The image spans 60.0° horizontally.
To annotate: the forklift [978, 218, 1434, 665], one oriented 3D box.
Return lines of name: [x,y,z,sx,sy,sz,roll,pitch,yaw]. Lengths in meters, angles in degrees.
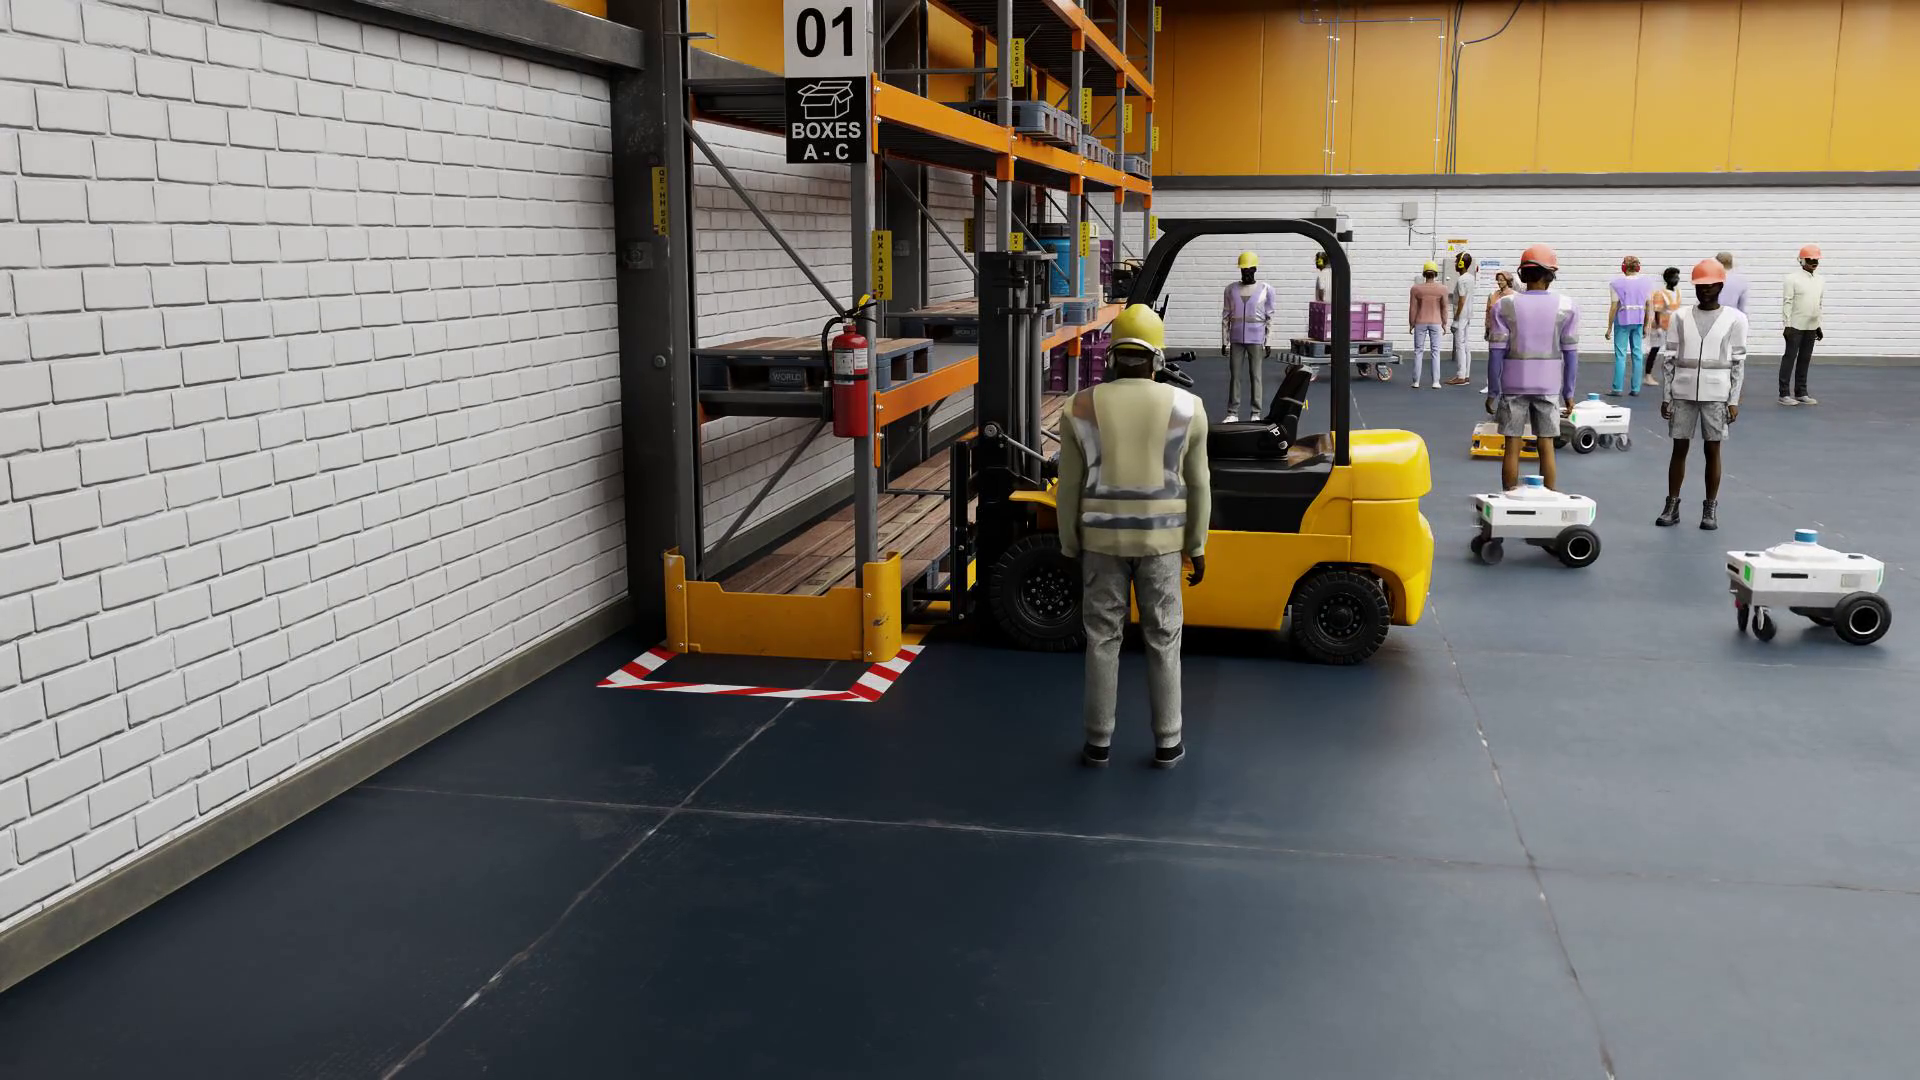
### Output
forklift: [1.285,-0.567,8.635,2.313,2.155,1.214,2,11,11]

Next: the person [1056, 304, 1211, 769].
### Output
person: [0.679,-0.004,6.542,0.600,1.829,0.404,1,10,5]

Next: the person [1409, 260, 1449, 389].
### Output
person: [6.468,-2.971,22.978,0.527,1.772,0.306,3,11,16]

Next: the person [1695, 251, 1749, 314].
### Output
person: [9.690,-2.704,21.134,0.675,1.909,0.622,-1,10,-5]

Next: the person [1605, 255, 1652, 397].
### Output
person: [8.755,-2.792,21.784,0.563,1.848,0.391,-1,10,-5]

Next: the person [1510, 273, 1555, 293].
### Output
person: [8.019,-3.083,23.411,0.619,1.838,0.430,4,11,20]

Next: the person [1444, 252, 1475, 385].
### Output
person: [7.099,-3.127,23.587,0.329,1.862,0.515,7,13,34]

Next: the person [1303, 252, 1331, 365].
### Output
person: [5.867,-3.773,27.153,0.579,1.847,0.518,9,13,39]

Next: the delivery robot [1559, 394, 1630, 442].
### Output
delivery robot: [6.193,-1.191,16.295,0.707,0.478,0.477,-3,11,-18]

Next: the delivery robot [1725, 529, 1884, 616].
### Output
delivery robot: [4.424,0.187,8.740,0.707,0.478,0.477,1,10,7]

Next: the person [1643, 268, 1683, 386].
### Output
person: [9.885,-2.938,23.096,0.550,1.657,0.842,-4,11,-22]

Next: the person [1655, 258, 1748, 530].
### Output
person: [5.318,-1.042,11.943,0.545,1.938,0.362,7,12,32]

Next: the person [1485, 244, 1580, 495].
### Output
person: [4.088,-1.090,11.922,0.613,2.039,0.388,2,11,13]

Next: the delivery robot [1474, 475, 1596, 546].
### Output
delivery robot: [3.692,-0.172,10.709,0.707,0.478,0.477,1,10,4]

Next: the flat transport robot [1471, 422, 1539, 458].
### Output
flat transport robot: [5.339,-0.980,16.172,0.652,0.197,1.431,4,11,19]

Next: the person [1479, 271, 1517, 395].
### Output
person: [7.220,-2.756,22.151,0.313,1.642,0.513,-8,13,-38]

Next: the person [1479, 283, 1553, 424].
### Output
person: [5.850,-1.985,17.214,0.988,1.899,0.675,-4,11,-20]

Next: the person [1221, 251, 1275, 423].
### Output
person: [3.186,-2.232,18.493,0.591,1.927,0.366,4,11,23]

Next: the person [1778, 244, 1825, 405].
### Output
person: [10.507,-2.674,20.733,0.612,1.995,0.379,-4,11,-20]
